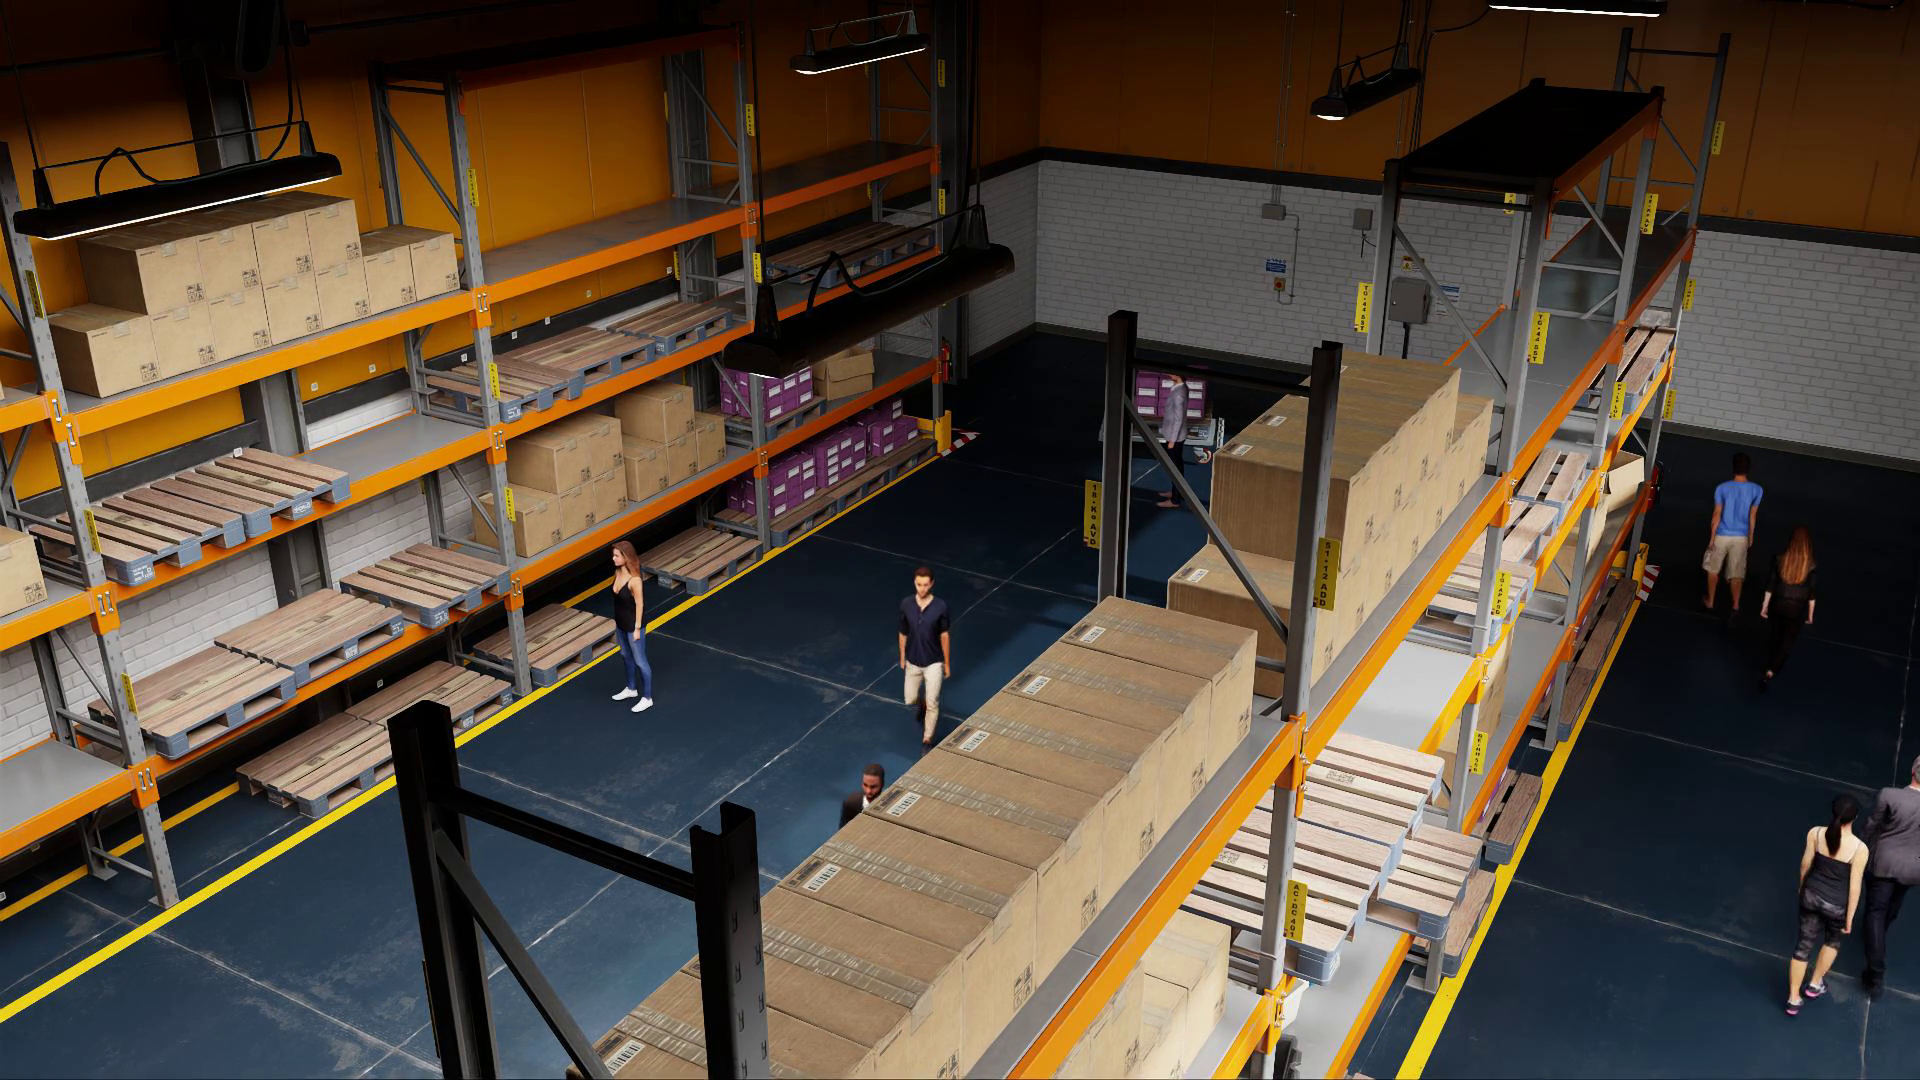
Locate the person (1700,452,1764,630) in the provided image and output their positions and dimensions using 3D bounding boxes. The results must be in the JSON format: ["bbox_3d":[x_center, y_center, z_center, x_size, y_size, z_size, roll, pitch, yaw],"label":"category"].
[{"bbox_3d":[8.156,0.016,17.573,0.882,1.833,1.230,5,24,12],"label":"person"}]

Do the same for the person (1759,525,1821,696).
[{"bbox_3d":[8.035,0.697,16.195,0.771,1.688,1.147,19,30,37],"label":"person"}]

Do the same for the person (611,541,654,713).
[{"bbox_3d":[-3.151,0.798,15.922,0.620,1.723,0.645,-21,31,-39],"label":"person"}]

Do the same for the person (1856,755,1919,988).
[{"bbox_3d":[6.833,2.413,12.135,0.931,1.796,1.273,6,24,14],"label":"person"}]

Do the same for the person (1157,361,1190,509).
[{"bbox_3d":[2.681,-1.326,20.612,0.807,1.857,0.639,4,24,10],"label":"person"}]

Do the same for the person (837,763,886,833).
[{"bbox_3d":[-0.604,2.378,12.243,0.800,1.775,1.024,9,25,19],"label":"person"}]

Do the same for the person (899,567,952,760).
[{"bbox_3d":[-0.305,1.071,15.145,0.821,1.845,0.972,4,24,9],"label":"person"}]

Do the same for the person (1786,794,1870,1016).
[{"bbox_3d":[6.077,2.619,11.769,0.695,1.711,0.809,21,31,39],"label":"person"}]
